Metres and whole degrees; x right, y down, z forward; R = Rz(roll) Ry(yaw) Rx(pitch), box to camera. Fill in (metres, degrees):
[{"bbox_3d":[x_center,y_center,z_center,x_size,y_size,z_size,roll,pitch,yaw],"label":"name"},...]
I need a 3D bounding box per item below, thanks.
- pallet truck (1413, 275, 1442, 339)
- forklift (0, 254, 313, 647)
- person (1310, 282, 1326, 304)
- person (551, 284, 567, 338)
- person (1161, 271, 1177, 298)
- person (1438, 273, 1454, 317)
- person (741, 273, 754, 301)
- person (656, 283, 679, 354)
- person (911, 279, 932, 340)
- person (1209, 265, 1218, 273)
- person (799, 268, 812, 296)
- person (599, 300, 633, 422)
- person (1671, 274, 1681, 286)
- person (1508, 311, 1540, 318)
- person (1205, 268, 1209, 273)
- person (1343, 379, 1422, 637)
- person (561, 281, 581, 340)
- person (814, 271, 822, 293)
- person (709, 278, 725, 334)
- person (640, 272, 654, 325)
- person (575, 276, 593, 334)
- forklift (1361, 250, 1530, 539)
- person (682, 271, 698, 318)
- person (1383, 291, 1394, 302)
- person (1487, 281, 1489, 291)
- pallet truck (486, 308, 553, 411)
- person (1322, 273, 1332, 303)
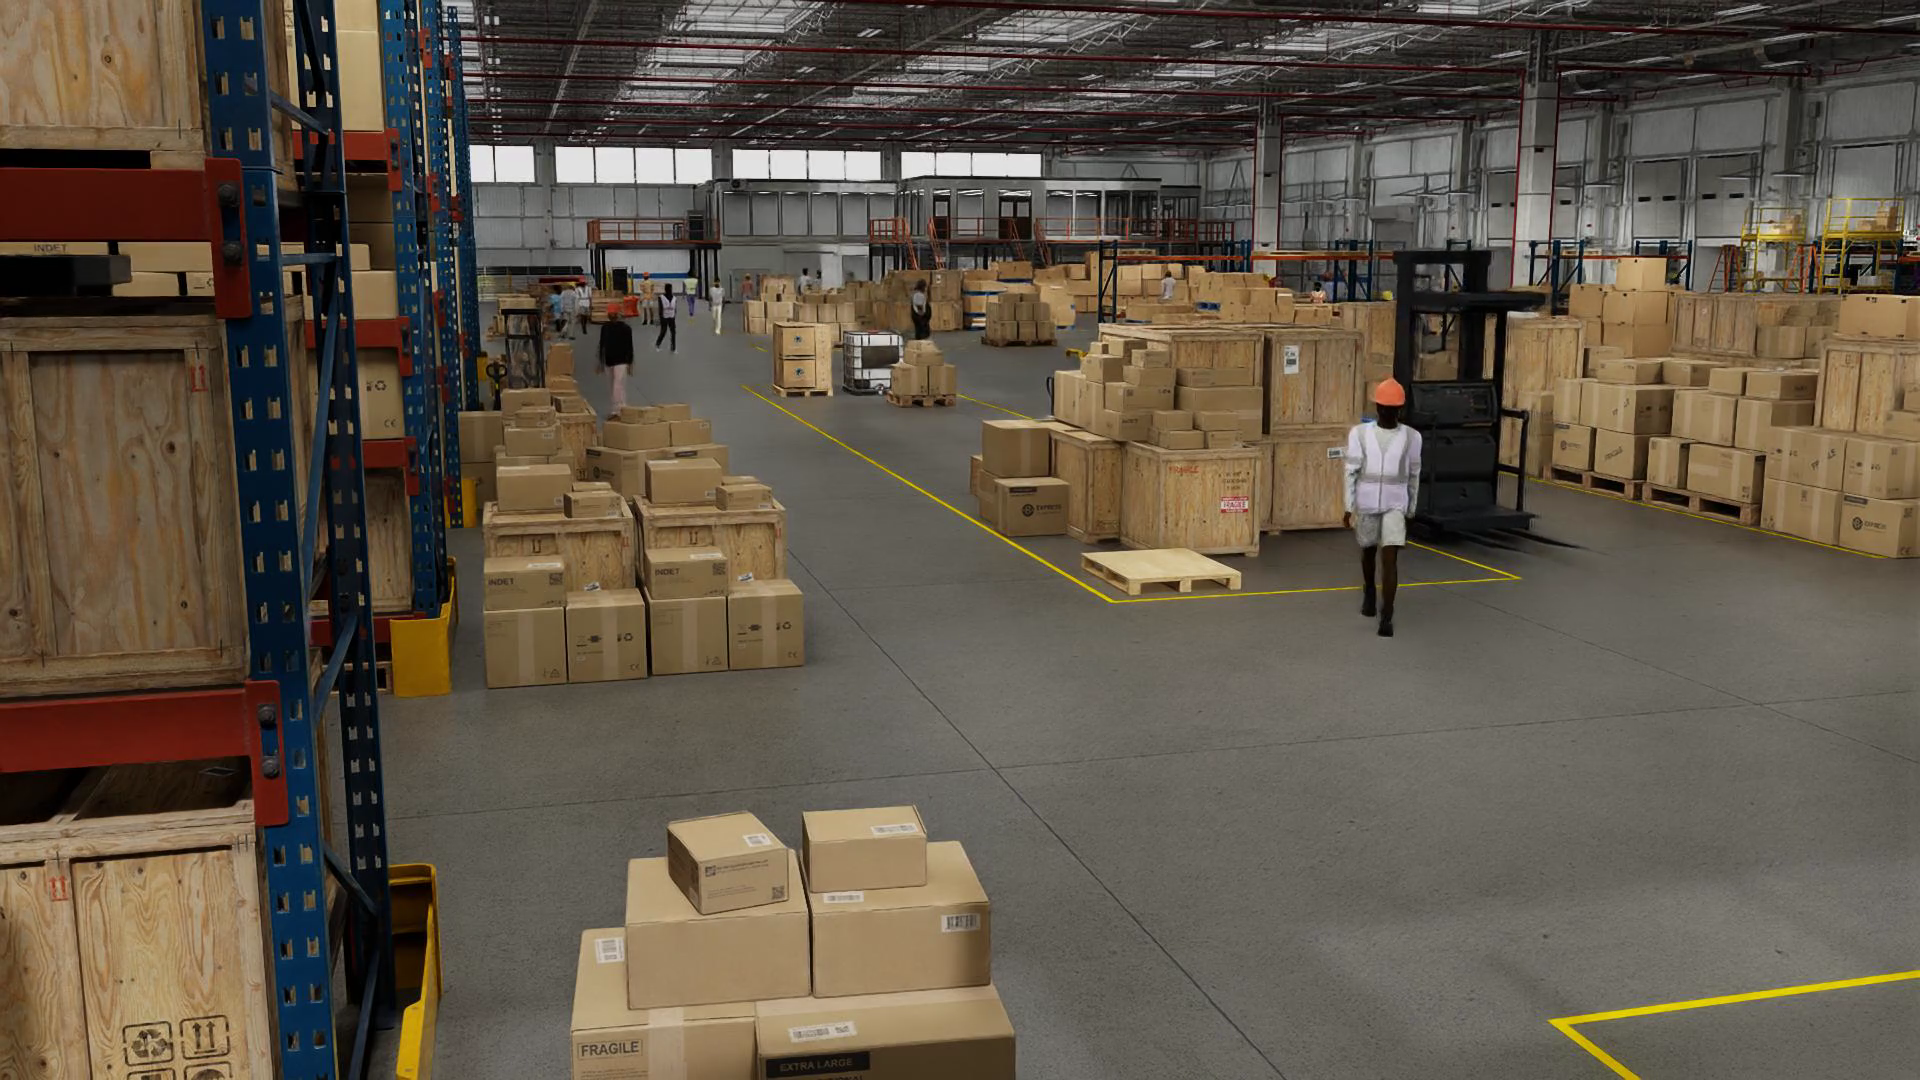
[{"bbox_3d":[14.620,-7.324,52.145,0.823,1.965,1.885,8,13,40],"label":"pallet truck"},{"bbox_3d":[-4.164,0.041,7.939,1.873,2.768,1.129,-3,10,-15],"label":"forklift"},{"bbox_3d":[11.902,-7.733,55.342,0.533,1.690,0.321,4,11,23],"label":"person"},{"bbox_3d":[-12.587,-7.177,52.192,0.545,1.685,0.342,-9,13,-41],"label":"person"},{"bbox_3d":[7.950,-9.296,63.479,0.630,1.940,0.372,-3,11,-18],"label":"person"},{"bbox_3d":[19.890,-10.067,68.119,0.633,1.841,0.429,5,11,25],"label":"person"},{"bbox_3d":[-8.822,-10.203,69.126,0.560,1.748,0.410,-2,10,-9],"label":"person"},{"bbox_3d":[-7.897,-5.969,44.754,0.593,1.896,0.722,-9,14,-43],"label":"person"},{"bbox_3d":[-0.998,-5.821,43.514,0.535,2.000,0.712,-2,10,-10],"label":"person"},{"bbox_3d":[12.460,-12.577,82.039,0.605,1.944,0.402,-1,10,-6],"label":"person"},{"bbox_3d":[-6.562,-10.588,70.753,0.636,1.949,0.442,4,11,23],"label":"person"},{"bbox_3d":[-5.652,-2.923,27.251,0.617,1.994,0.392,5,11,26],"label":"person"},{"bbox_3d":[25.845,-8.703,60.324,0.591,1.878,1.030,-5,11,-26],"label":"person"},{"bbox_3d":[11.441,-4.025,33.856,0.660,1.870,1.055,8,13,39],"label":"person"},{"bbox_3d":[11.651,-11.945,78.762,0.608,1.831,0.965,2,10,12],"label":"person"},{"bbox_3d":[3.192,-0.281,12.587,0.547,1.895,0.996,3,10,17],"label":"person"},{"bbox_3d":[-11.934,-7.040,51.114,0.623,1.795,0.467,3,11,18],"label":"person"},{"bbox_3d":[-5.747,-10.011,67.774,0.399,1.854,0.560,0,10,-1],"label":"person"},{"bbox_3d":[-8.001,-7.715,54.770,0.533,1.854,0.696,0,10,-1],"label":"person"},{"bbox_3d":[-11.497,-8.873,61.083,0.545,1.939,0.354,-6,12,-30],"label":"person"},{"bbox_3d":[-12.414,-7.750,54.811,0.553,1.913,0.786,-5,11,-28],"label":"person"},{"bbox_3d":[4.828,-1.541,16.901,1.129,2.768,1.873,-3,10,-15],"label":"forklift"},{"bbox_3d":[-10.860,-9.858,66.860,0.616,1.861,0.990,-5,11,-25],"label":"person"},{"bbox_3d":[9.421,-4.557,36.787,0.601,1.880,0.860,-5,11,-26],"label":"person"},{"bbox_3d":[20.009,-9.305,63.806,0.627,1.844,0.429,-1,10,-6],"label":"person"},{"bbox_3d":[-6.242,-2.418,24.362,0.823,1.965,1.885,1,10,3],"label":"pallet truck"},{"bbox_3d":[13.626,-9.007,62.005,1.012,1.881,0.545,6,12,31],"label":"person"}]
